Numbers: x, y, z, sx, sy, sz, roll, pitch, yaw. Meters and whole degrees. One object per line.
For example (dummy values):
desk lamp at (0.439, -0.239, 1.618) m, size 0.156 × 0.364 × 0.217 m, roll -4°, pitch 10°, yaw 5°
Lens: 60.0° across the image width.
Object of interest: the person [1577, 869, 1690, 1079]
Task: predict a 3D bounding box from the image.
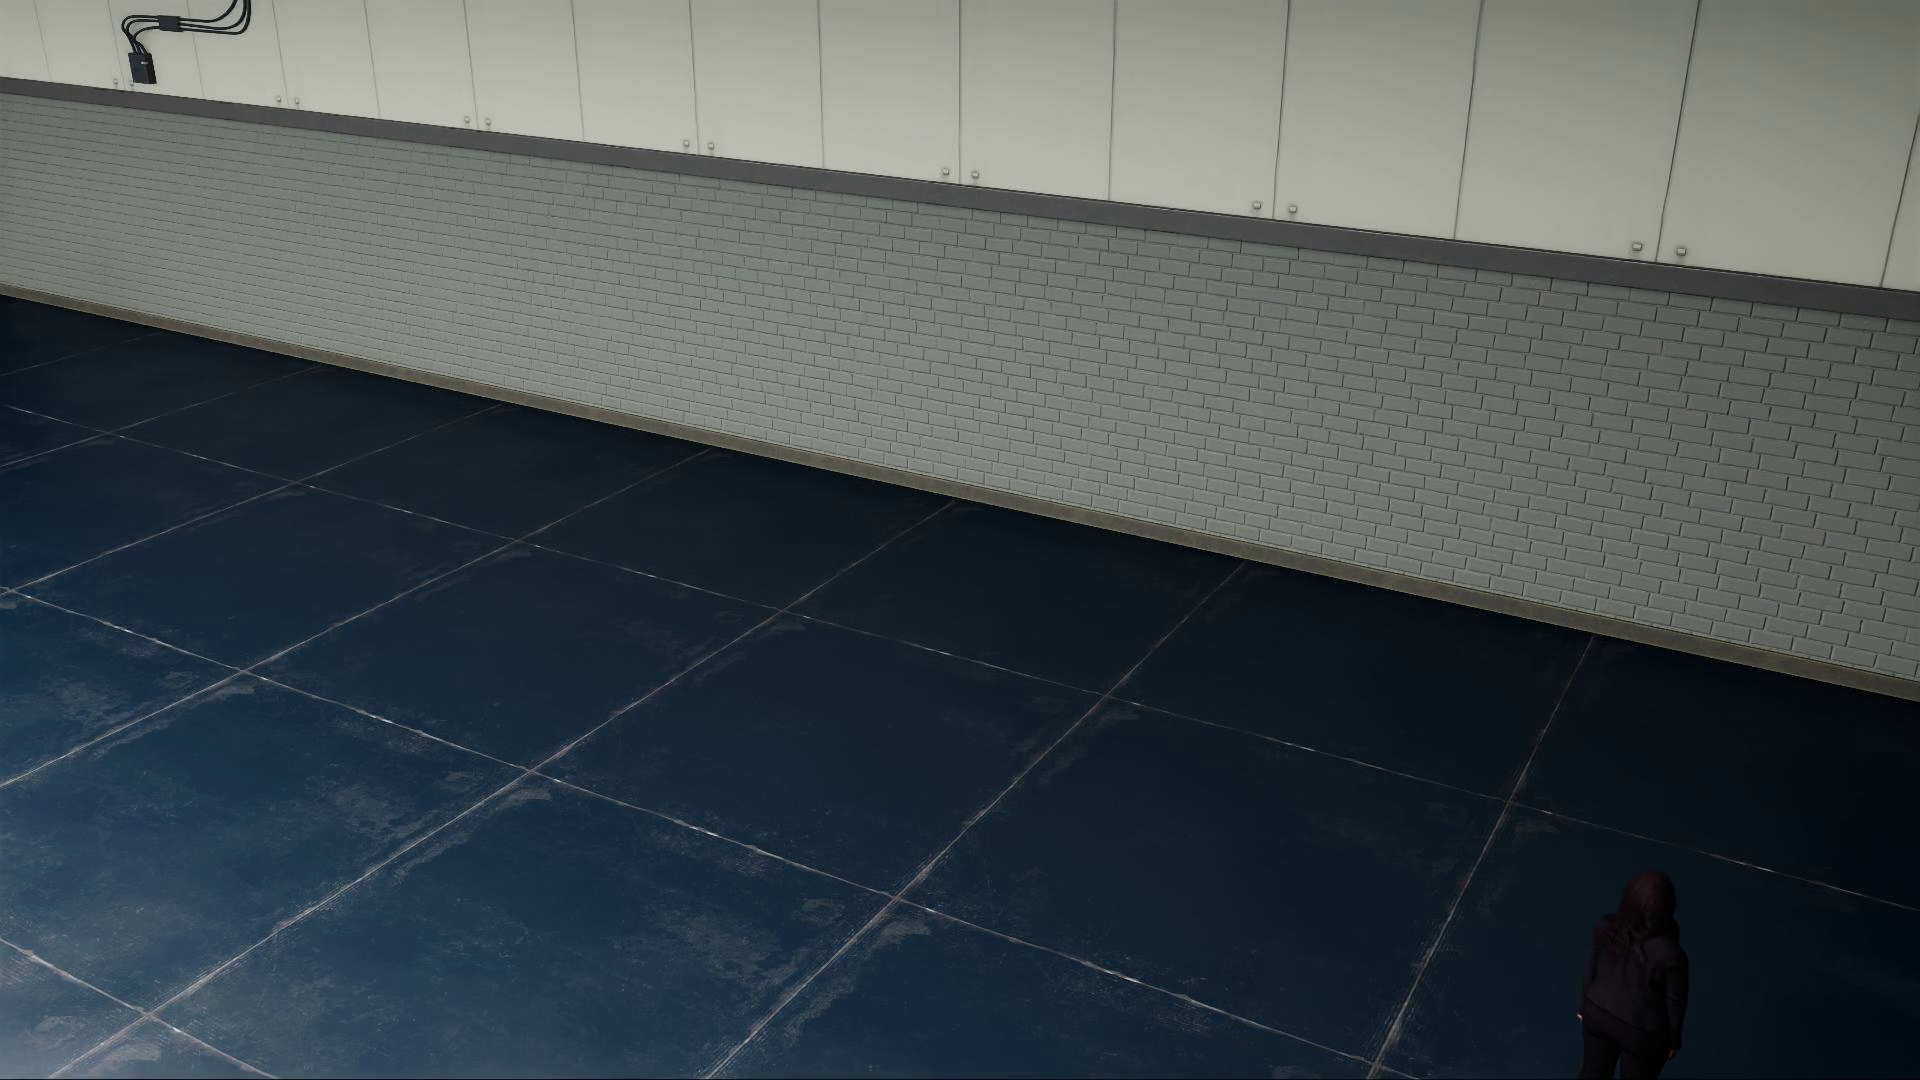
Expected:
person at (3.170, 2.294, 7.900) m, size 0.710 × 1.614 × 0.716 m, roll -21°, pitch 31°, yaw -40°
